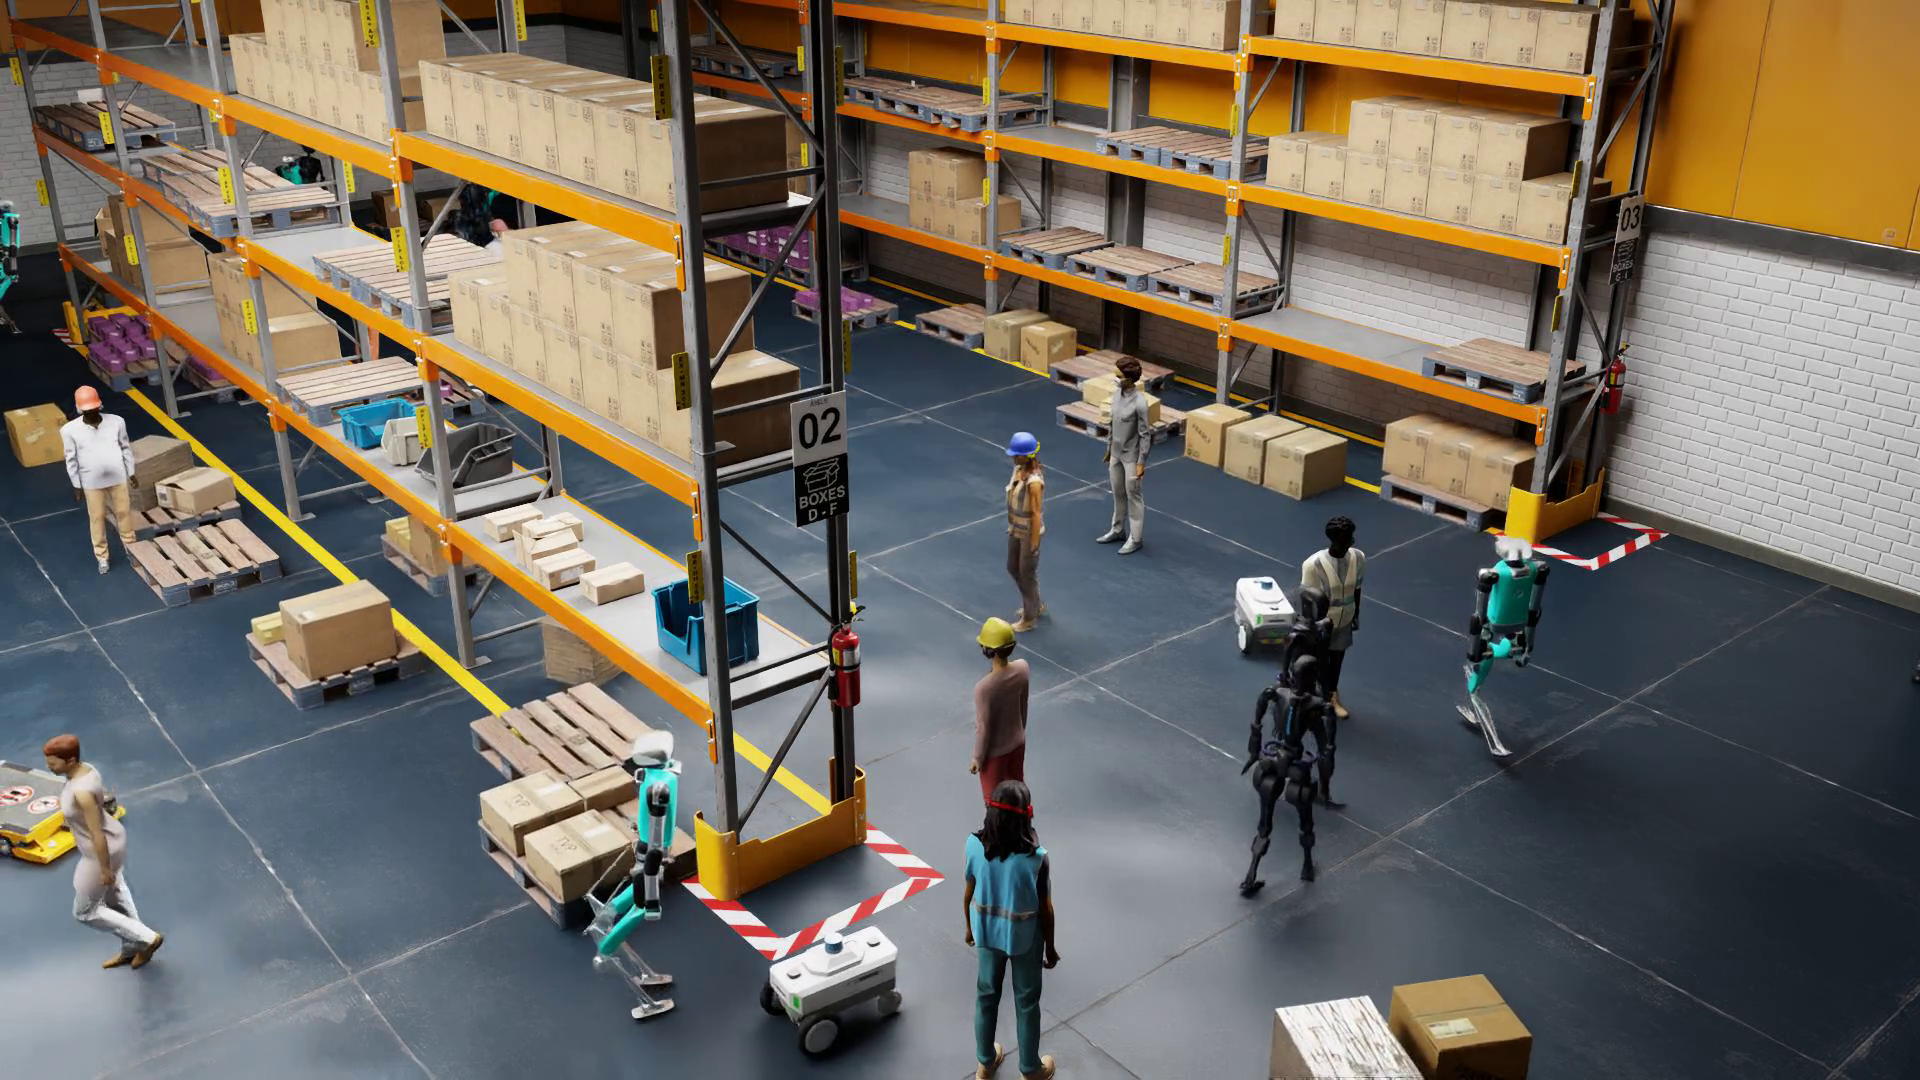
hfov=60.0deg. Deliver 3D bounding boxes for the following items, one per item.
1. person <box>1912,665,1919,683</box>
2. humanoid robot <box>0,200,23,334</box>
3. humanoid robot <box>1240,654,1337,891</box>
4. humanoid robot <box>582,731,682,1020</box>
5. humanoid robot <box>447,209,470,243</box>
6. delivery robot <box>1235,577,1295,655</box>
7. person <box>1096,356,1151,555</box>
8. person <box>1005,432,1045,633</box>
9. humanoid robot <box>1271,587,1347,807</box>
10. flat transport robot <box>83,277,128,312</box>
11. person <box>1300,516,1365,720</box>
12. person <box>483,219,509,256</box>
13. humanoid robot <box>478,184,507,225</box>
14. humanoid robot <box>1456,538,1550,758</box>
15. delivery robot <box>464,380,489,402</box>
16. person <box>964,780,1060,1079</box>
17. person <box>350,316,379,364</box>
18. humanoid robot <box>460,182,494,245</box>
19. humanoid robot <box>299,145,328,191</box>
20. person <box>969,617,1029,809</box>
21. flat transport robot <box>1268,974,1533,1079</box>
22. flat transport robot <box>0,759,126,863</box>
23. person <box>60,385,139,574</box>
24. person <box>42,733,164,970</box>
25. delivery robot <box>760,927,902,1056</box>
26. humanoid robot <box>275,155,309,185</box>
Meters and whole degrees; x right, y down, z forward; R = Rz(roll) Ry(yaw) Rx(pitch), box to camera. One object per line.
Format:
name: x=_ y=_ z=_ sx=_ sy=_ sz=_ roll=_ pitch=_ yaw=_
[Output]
person: x=7.813 y=0.264 z=12.952 sx=0.547 sy=1.924 sz=0.387 roll=13 pitch=27 yaw=28
humanoid robot: x=-12.838 y=-3.596 z=22.133 sx=0.836 sy=1.763 sz=0.545 roll=-18 pitch=29 yaw=-36
humanoid robot: x=2.065 y=1.456 z=10.535 sx=0.607 sy=1.648 sz=0.601 roll=13 pitch=27 yaw=28
humanoid robot: x=-1.882 y=1.891 z=9.346 sx=0.710 sy=1.746 sz=0.542 roll=-3 pitch=24 yaw=-7
humanoid robot: x=-6.586 y=-3.578 z=22.168 sx=0.531 sy=1.643 sz=0.602 roll=5 pitch=24 yaw=11
delivery robot: x=2.546 y=0.595 z=13.884 sx=0.499 sy=0.577 sz=0.769 roll=-2 pitch=23 yaw=-5
person: x=1.564 y=-0.798 z=15.437 sx=0.386 sy=1.899 sz=0.536 roll=-14 pitch=27 yaw=-29
person: x=0.567 y=-0.072 z=13.917 sx=0.402 sy=1.771 sz=0.484 roll=-10 pitch=25 yaw=-21
humanoid robot: x=2.375 y=1.099 z=11.336 sx=0.650 sy=1.635 sz=0.612 roll=22 pitch=31 yaw=40
flat transport robot: x=-11.546 y=-3.332 z=23.359 sx=1.431 sy=0.231 sz=0.659 roll=-16 pitch=28 yaw=-32
person: x=2.770 y=0.594 z=12.477 sx=0.534 sy=1.692 sz=0.320 roll=-9 pitch=25 yaw=-19
person: x=-5.494 y=-3.057 z=20.710 sx=0.807 sy=1.870 sz=0.424 roll=2 pitch=23 yaw=5
humanoid robot: x=-7.842 y=-5.815 z=27.288 sx=0.956 sy=1.763 sz=0.563 roll=16 pitch=28 yaw=33
humanoid robot: x=3.856 y=0.717 z=12.174 sx=0.551 sy=1.741 sz=1.052 roll=-5 pitch=24 yaw=-12
delivery robot: x=-5.499 y=-1.877 z=19.650 sx=0.809 sy=0.611 sz=0.499 roll=-3 pitch=24 yaw=-8
person: x=0.259 y=2.100 z=8.763 sx=0.524 sy=1.869 sz=0.391 roll=10 pitch=25 yaw=21
person: x=-7.177 y=-2.724 z=20.073 sx=0.495 sy=1.759 sz=0.335 roll=14 pitch=27 yaw=29
humanoid robot: x=-7.233 y=-4.793 z=24.996 sx=0.590 sy=1.636 sz=0.715 roll=10 pitch=25 yaw=22
humanoid robot: x=-10.473 y=-5.663 z=27.001 sx=0.589 sy=1.640 sz=0.624 roll=12 pitch=26 yaw=26
person: x=0.240 y=1.314 z=10.712 sx=0.326 sy=1.767 sz=0.530 roll=18 pitch=29 yaw=35
flat transport robot: x=2.261 y=3.217 z=8.193 sx=0.659 sy=0.231 sz=1.431 roll=-5 pitch=24 yaw=-11
flat transport robot: x=-6.523 y=1.834 z=11.396 sx=1.431 sy=0.231 sz=0.659 roll=9 pitch=25 yaw=20
person: x=-7.755 y=-0.566 z=15.081 sx=0.563 sy=1.750 sz=0.340 roll=-18 pitch=29 yaw=-36
person: x=-5.035 y=1.831 z=9.665 sx=0.357 sy=1.644 sz=0.449 roll=-10 pitch=25 yaw=-22
delivery robot: x=-0.728 y=2.518 z=9.460 sx=0.795 sy=0.602 sz=0.499 roll=-15 pitch=27 yaw=-31
humanoid robot: x=-10.014 y=-5.061 z=25.553 sx=0.542 sy=1.794 sz=0.784 roll=6 pitch=24 yaw=13
